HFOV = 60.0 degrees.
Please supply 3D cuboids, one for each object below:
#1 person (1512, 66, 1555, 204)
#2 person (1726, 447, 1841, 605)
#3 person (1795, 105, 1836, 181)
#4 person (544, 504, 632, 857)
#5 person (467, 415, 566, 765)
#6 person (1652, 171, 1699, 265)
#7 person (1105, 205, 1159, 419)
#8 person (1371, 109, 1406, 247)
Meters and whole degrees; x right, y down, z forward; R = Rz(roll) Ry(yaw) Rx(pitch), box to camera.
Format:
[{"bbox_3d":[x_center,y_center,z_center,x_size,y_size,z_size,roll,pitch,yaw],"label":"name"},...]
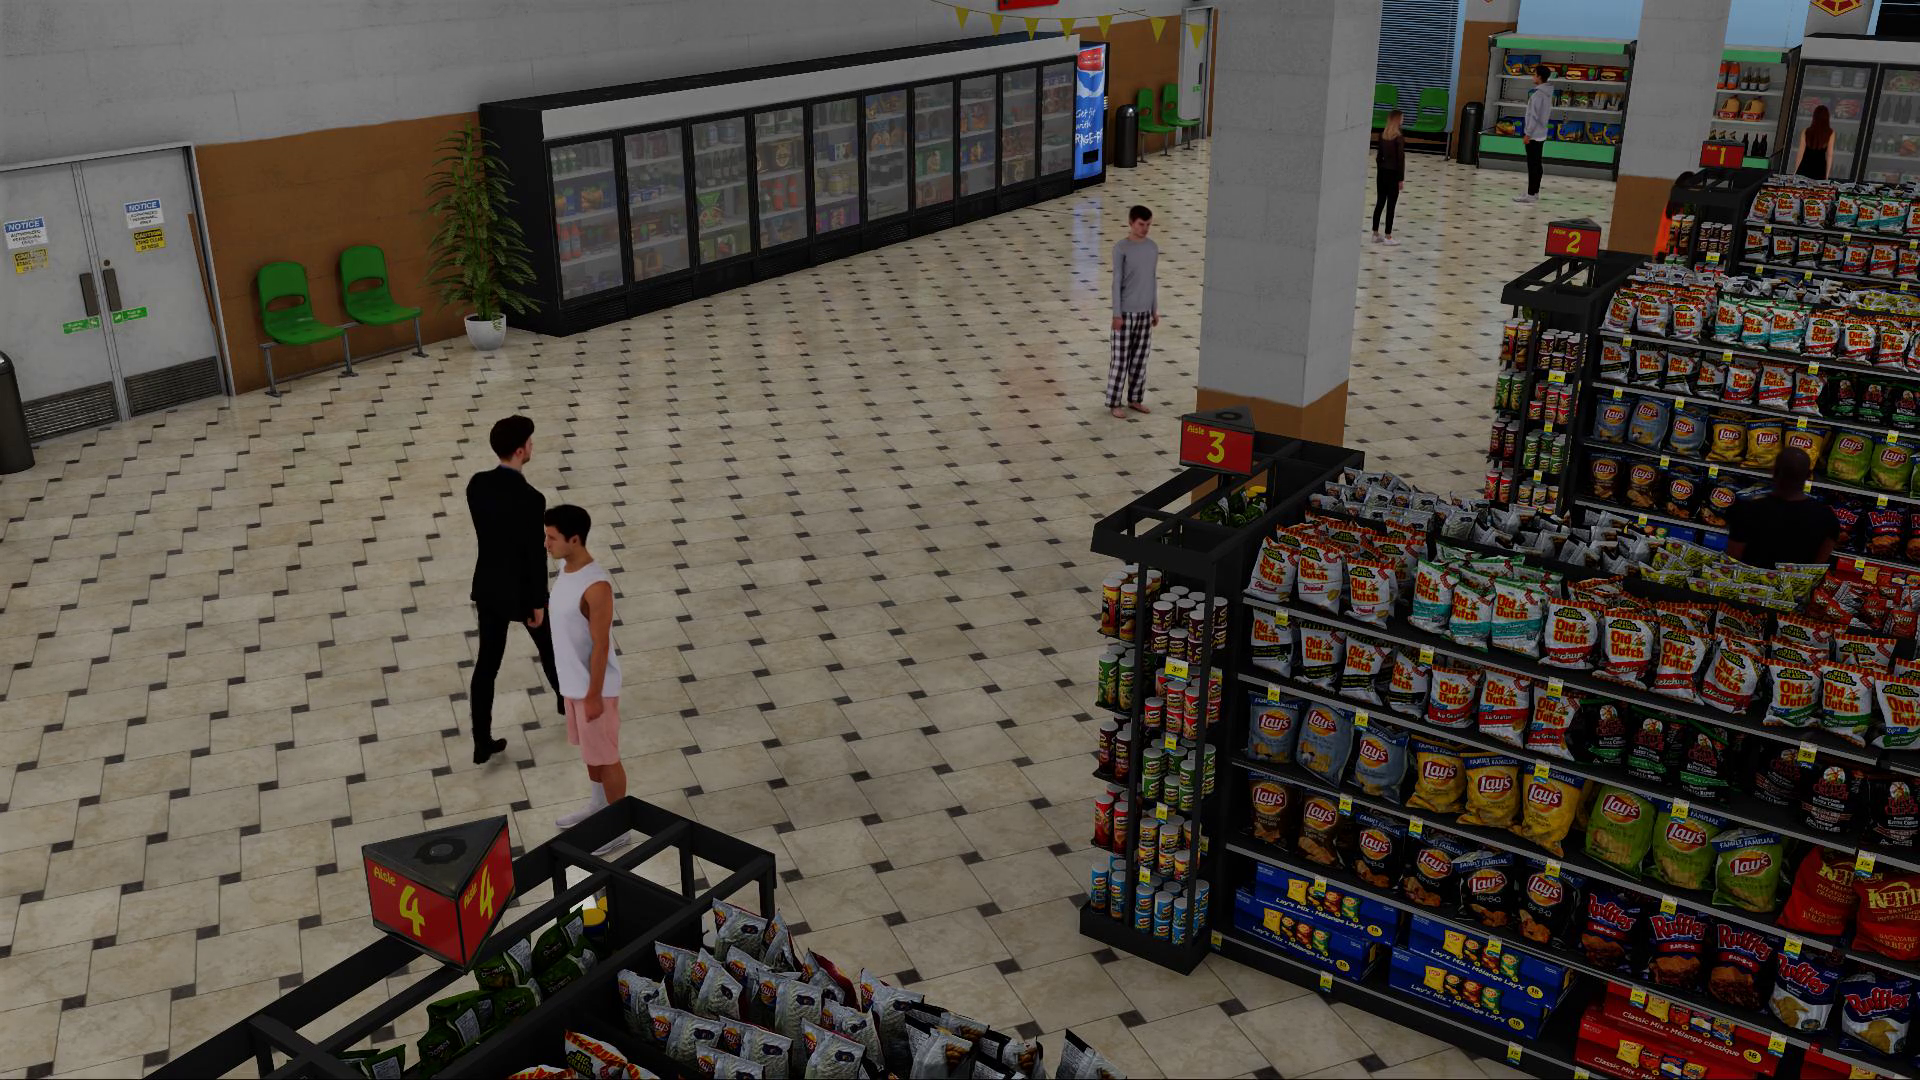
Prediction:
[{"bbox_3d":[8.339,-5.874,24.048,0.569,1.929,0.681,14,26,31],"label":"person"},{"bbox_3d":[4.160,0.401,8.587,0.660,1.813,0.806,3,22,9],"label":"person"},{"bbox_3d":[11.022,-4.759,21.545,0.502,1.726,0.658,9,24,22],"label":"person"},{"bbox_3d":[-1.777,0.654,7.995,0.785,1.784,0.661,-12,25,-27],"label":"person"},{"bbox_3d":[-2.431,0.309,8.792,1.233,1.831,0.966,8,23,19],"label":"person"},{"bbox_3d":[7.053,-2.813,16.736,1.196,1.701,1.013,1,22,2],"label":"person"},{"bbox_3d":[1.506,-2.009,14.542,0.699,1.845,0.682,-12,25,-27],"label":"person"},{"bbox_3d":[5.490,-4.645,21.292,0.733,1.704,0.595,-12,25,-27],"label":"person"}]
